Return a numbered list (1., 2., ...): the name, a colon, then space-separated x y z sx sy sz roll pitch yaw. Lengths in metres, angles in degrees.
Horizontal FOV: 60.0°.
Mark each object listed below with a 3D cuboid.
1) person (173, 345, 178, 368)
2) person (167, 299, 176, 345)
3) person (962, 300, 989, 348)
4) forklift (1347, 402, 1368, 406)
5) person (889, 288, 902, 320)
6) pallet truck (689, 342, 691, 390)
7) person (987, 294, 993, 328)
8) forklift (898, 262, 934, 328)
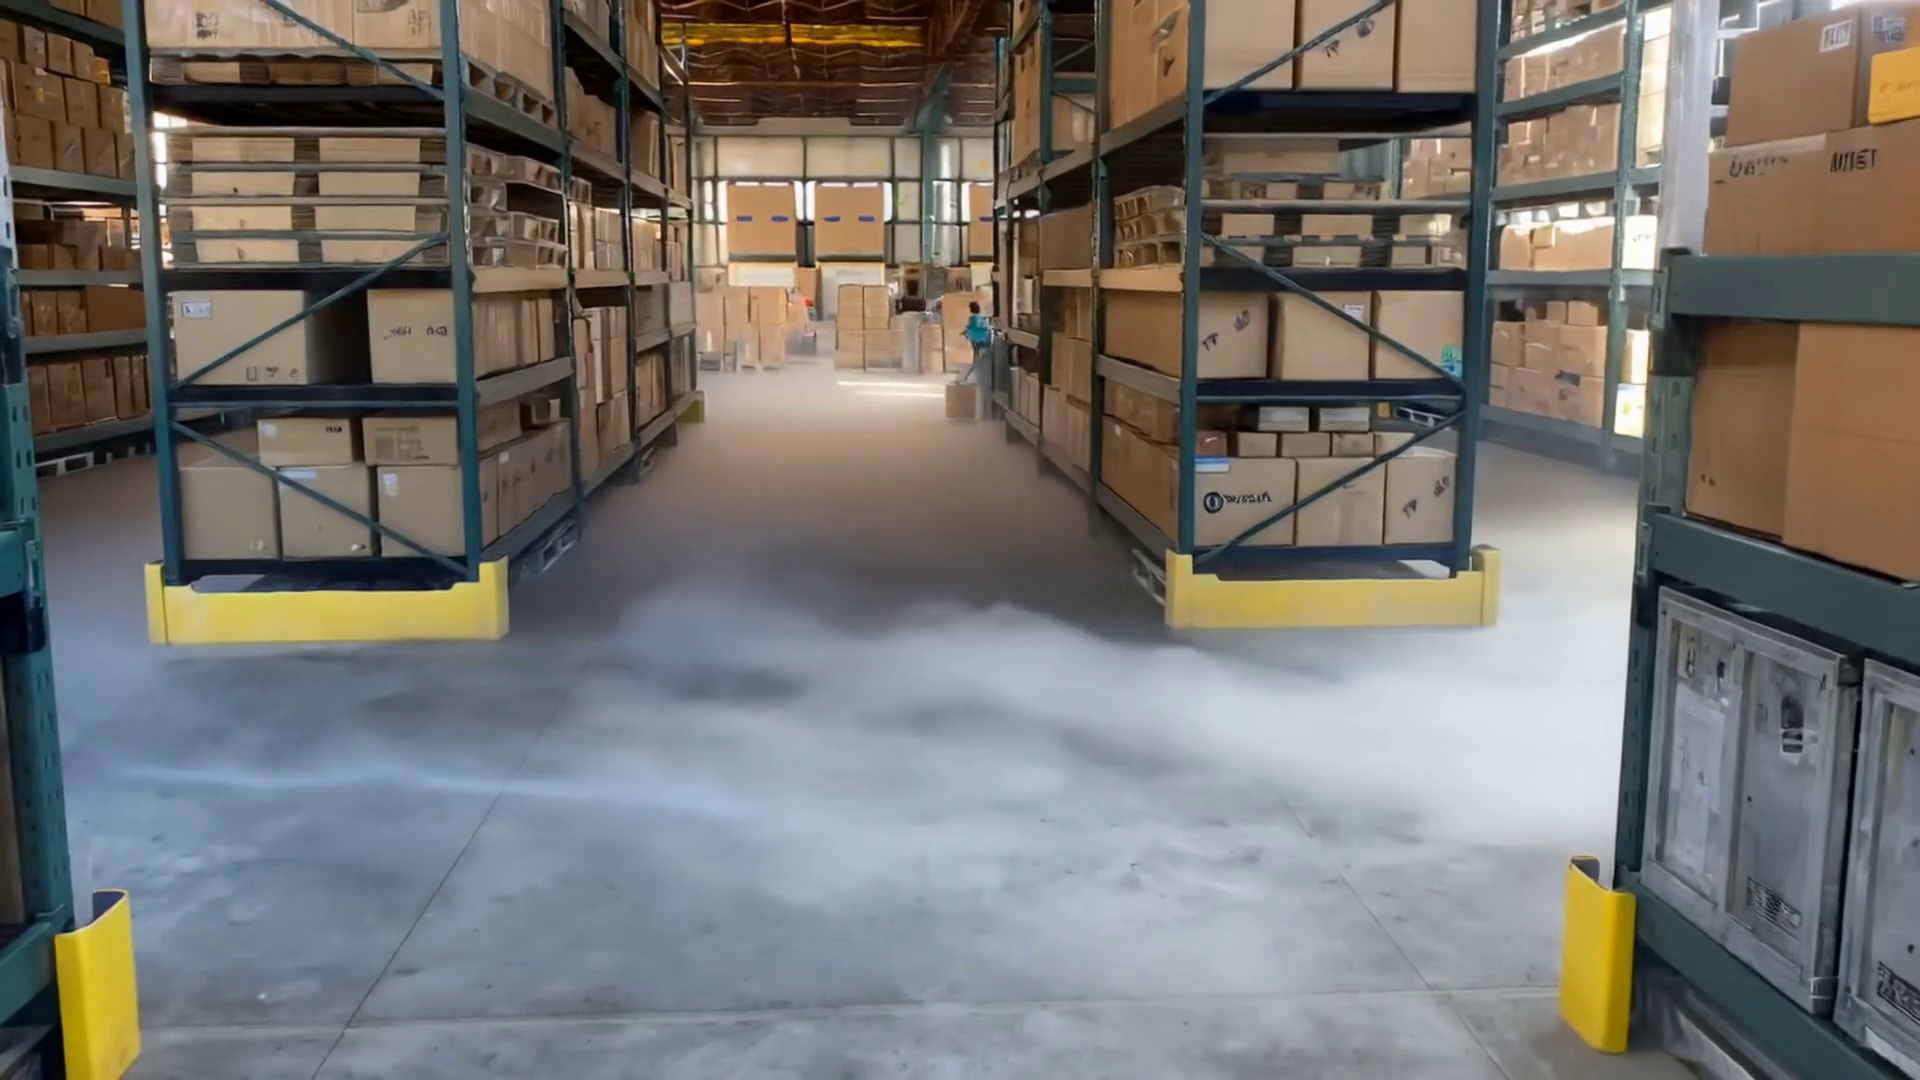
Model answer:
1. person: -13.112 -3.115 28.304 0.859 1.939 0.637 -3 9 -15
2. person: -24.371 -6.858 51.997 0.656 1.888 1.005 1 9 7
3. person: 0.303 -4.302 36.142 0.496 1.826 0.627 -5 10 -27
4. forklift: 4.923 -2.884 23.941 1.129 2.768 1.873 -5 10 -29
5. person: -2.306 -7.827 57.969 0.636 1.930 0.371 4 10 22
6. pallet truck: -5.225 -3.008 27.480 1.885 1.965 0.823 2 9 14
7. person: 0.941 -5.548 43.664 0.624 1.930 0.380 0 9 -2
8. forklift: -1.686 -8.468 59.002 1.129 2.768 1.873 -3 10 -19
